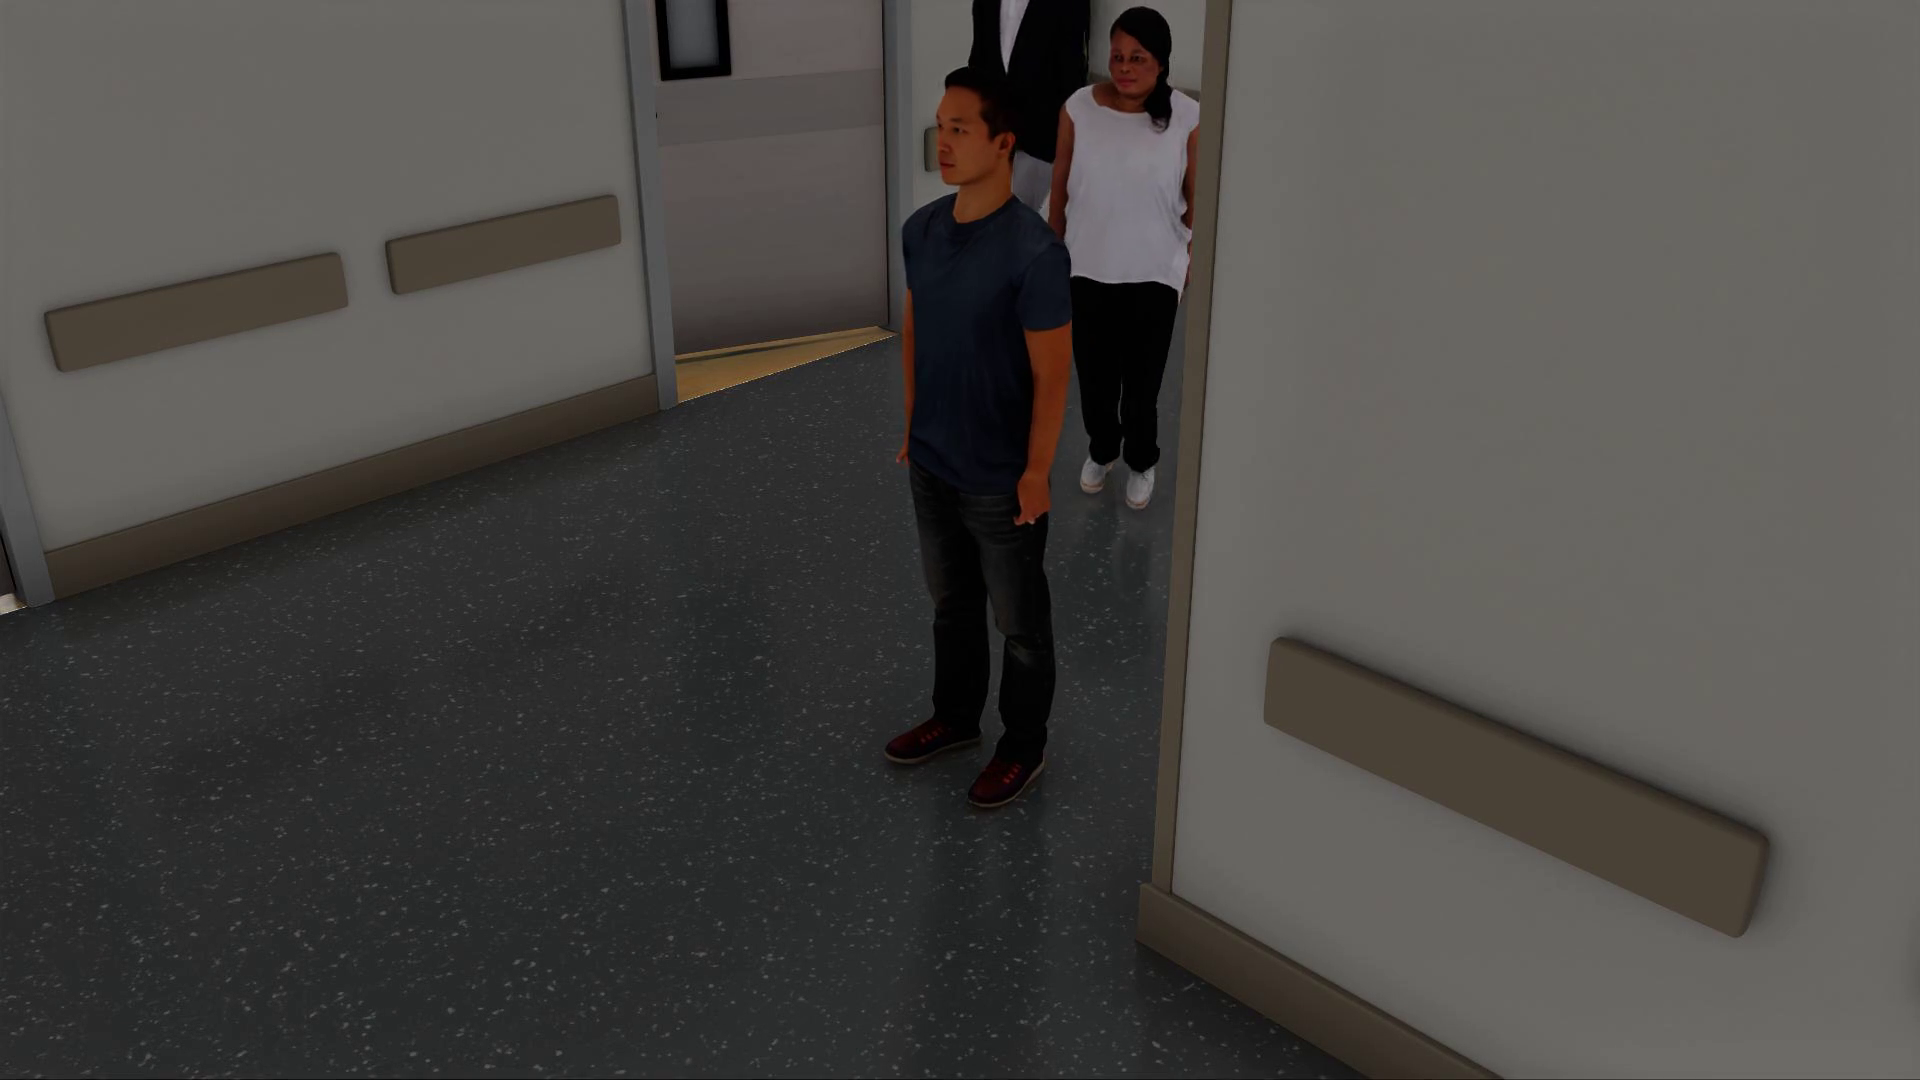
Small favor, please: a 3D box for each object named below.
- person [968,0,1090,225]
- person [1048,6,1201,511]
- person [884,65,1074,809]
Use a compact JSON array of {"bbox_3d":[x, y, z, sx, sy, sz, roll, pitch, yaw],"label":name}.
[{"bbox_3d":[0.334,-1.712,6.957,0.763,1.926,1.181,21,33,37],"label":"person"},{"bbox_3d":[0.575,-0.961,5.691,0.765,1.673,0.773,10,28,20],"label":"person"},{"bbox_3d":[0.058,-0.213,3.982,0.531,1.810,0.641,-22,33,-38],"label":"person"}]
